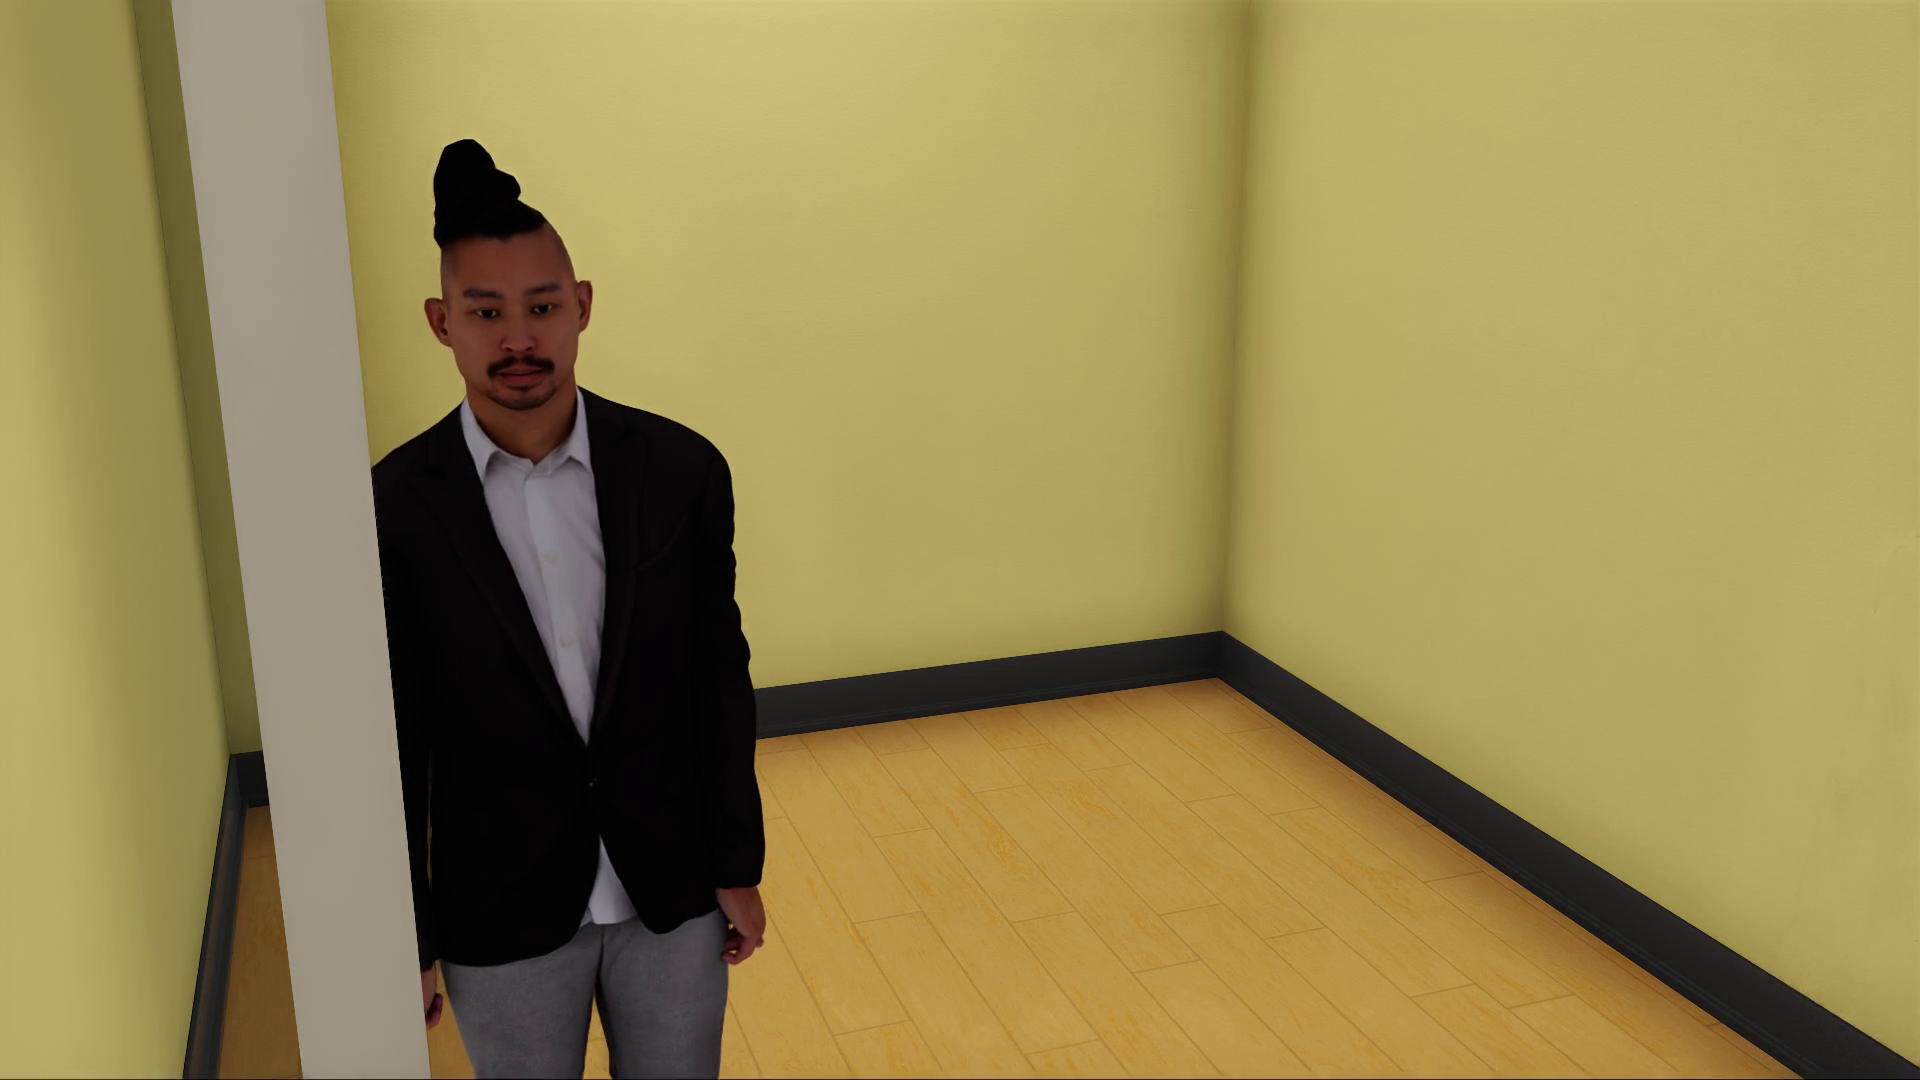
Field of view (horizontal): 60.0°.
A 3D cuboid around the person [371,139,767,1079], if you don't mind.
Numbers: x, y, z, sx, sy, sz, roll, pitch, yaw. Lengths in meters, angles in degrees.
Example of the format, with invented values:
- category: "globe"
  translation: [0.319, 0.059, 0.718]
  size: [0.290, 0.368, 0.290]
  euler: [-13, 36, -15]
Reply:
- category: "person"
  translation: [-0.549, 0.434, 2.339]
  size: [0.544, 1.951, 0.779]
  euler: [-7, 17, -23]
